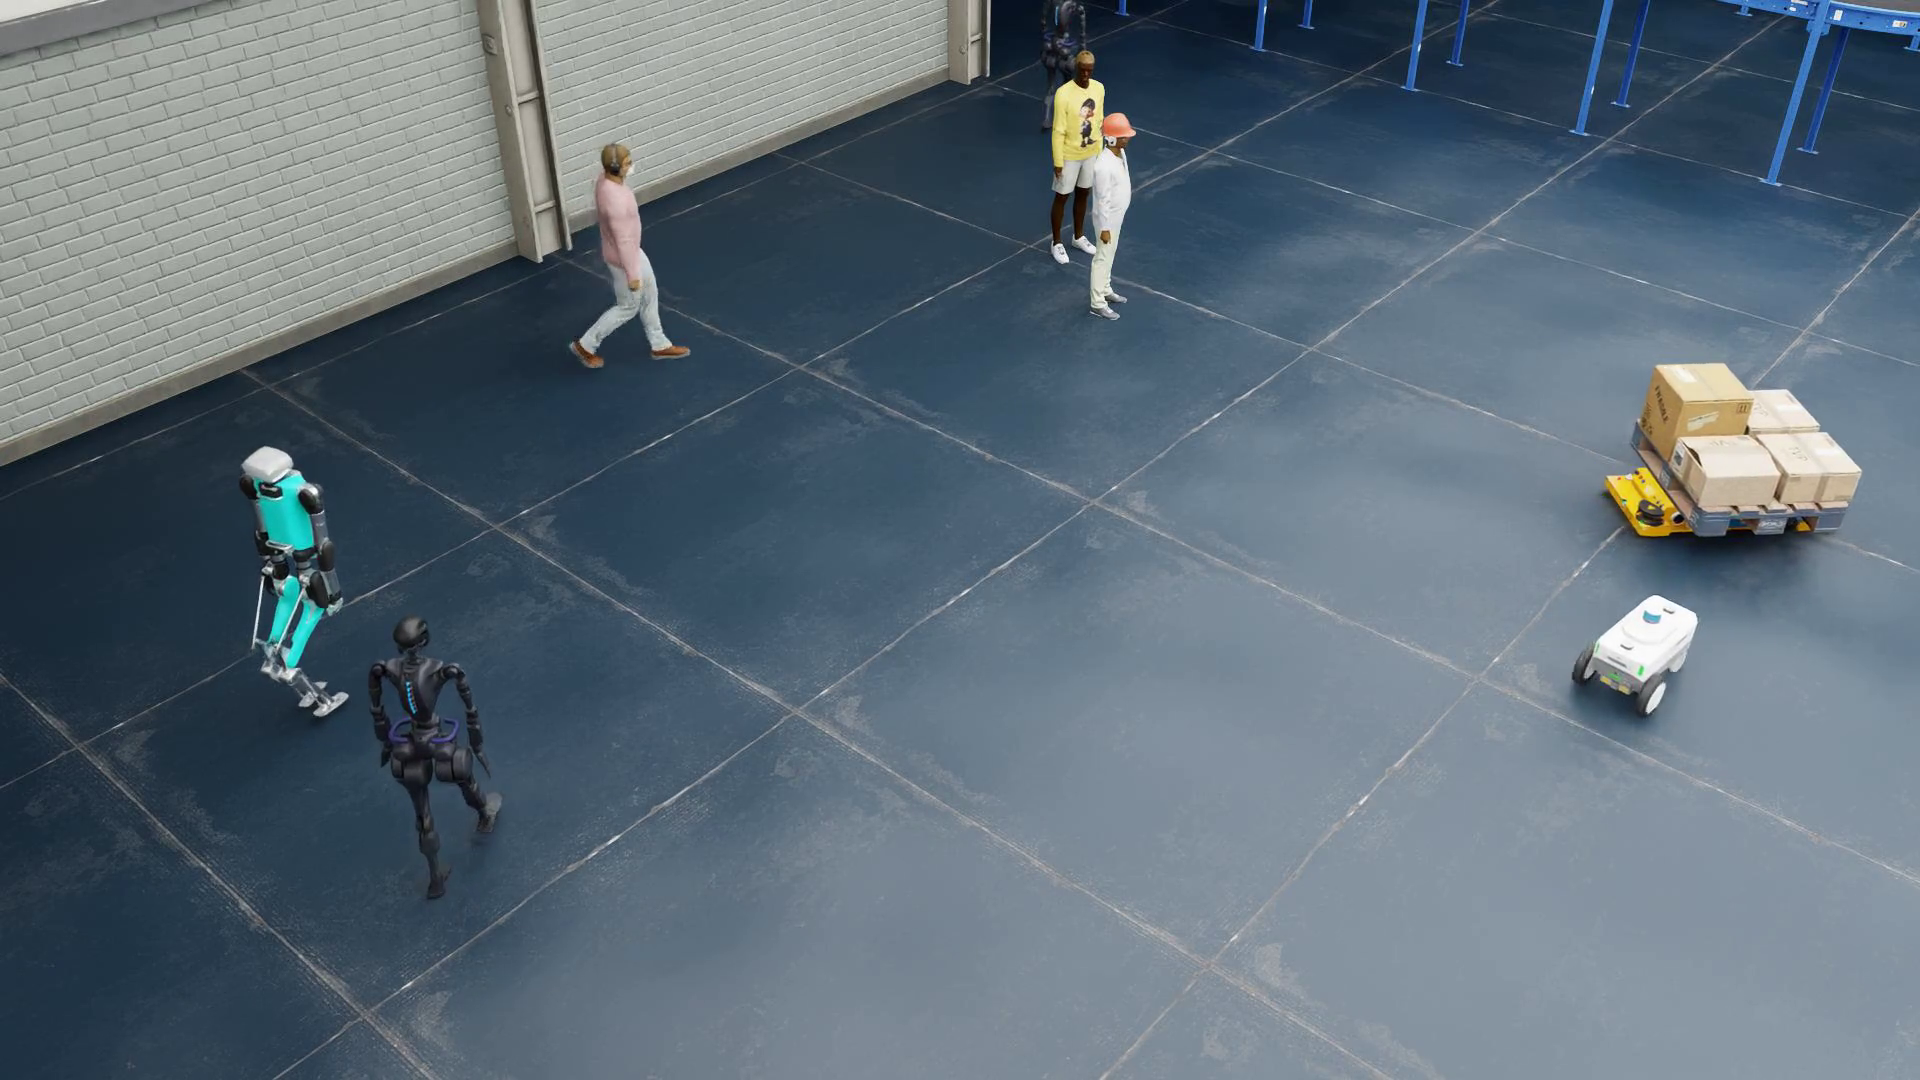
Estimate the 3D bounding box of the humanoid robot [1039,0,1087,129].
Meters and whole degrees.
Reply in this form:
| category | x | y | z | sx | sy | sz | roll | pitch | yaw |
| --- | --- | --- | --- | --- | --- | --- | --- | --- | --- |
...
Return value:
| category | x | y | z | sx | sy | sz | roll | pitch | yaw |
| --- | --- | --- | --- | --- | --- | --- | --- | --- | --- |
| humanoid robot | 1.051 | -5.095 | 17.362 | 0.613 | 1.652 | 0.521 | 25 | 43 | 31 |

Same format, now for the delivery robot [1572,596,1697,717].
| category | x | y | z | sx | sy | sz | roll | pitch | yaw |
| --- | --- | --- | --- | --- | --- | --- | --- | --- | --- |
| delivery robot | 4.193 | 0.657 | 10.211 | 0.765 | 0.585 | 0.499 | -29 | 44 | -34 |

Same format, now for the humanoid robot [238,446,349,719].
| category | x | y | z | sx | sy | sz | roll | pitch | yaw |
| --- | --- | --- | --- | --- | --- | --- | --- | --- | --- |
| humanoid robot | -3.916 | 0.344 | 9.587 | 0.542 | 1.742 | 0.693 | 13 | 37 | 17 |

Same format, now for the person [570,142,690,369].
| category | x | y | z | sx | sy | sz | roll | pitch | yaw |
| --- | --- | --- | --- | --- | --- | --- | --- | --- | --- |
| person | -2.688 | -2.212 | 13.085 | 0.888 | 1.908 | 0.638 | -8 | 36 | -11 |

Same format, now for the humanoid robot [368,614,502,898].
| category | x | y | z | sx | sy | sz | roll | pitch | yaw |
| --- | --- | --- | --- | --- | --- | --- | --- | --- | --- |
| humanoid robot | -2.770 | 1.057 | 8.710 | 0.590 | 1.632 | 0.712 | 0 | 35 | 0 |

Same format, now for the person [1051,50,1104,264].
| category | x | y | z | sx | sy | sz | roll | pitch | yaw |
| --- | --- | --- | --- | --- | --- | --- | --- | --- | --- |
| person | 1.045 | -3.417 | 14.782 | 0.544 | 1.900 | 0.382 | -20 | 40 | -25 |

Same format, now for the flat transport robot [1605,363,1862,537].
| category | x | y | z | sx | sy | sz | roll | pitch | yaw |
| --- | --- | --- | --- | --- | --- | --- | --- | --- | --- |
| flat transport robot | 5.416 | -0.305 | 11.815 | 1.431 | 0.231 | 0.659 | -2 | 36 | -3 |

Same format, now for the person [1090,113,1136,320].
| category | x | y | z | sx | sy | sz | roll | pitch | yaw |
| --- | --- | --- | --- | --- | --- | --- | --- | --- | --- |
| person | 1.269 | -2.723 | 13.927 | 0.320 | 1.755 | 0.562 | 10 | 37 | 14 |
